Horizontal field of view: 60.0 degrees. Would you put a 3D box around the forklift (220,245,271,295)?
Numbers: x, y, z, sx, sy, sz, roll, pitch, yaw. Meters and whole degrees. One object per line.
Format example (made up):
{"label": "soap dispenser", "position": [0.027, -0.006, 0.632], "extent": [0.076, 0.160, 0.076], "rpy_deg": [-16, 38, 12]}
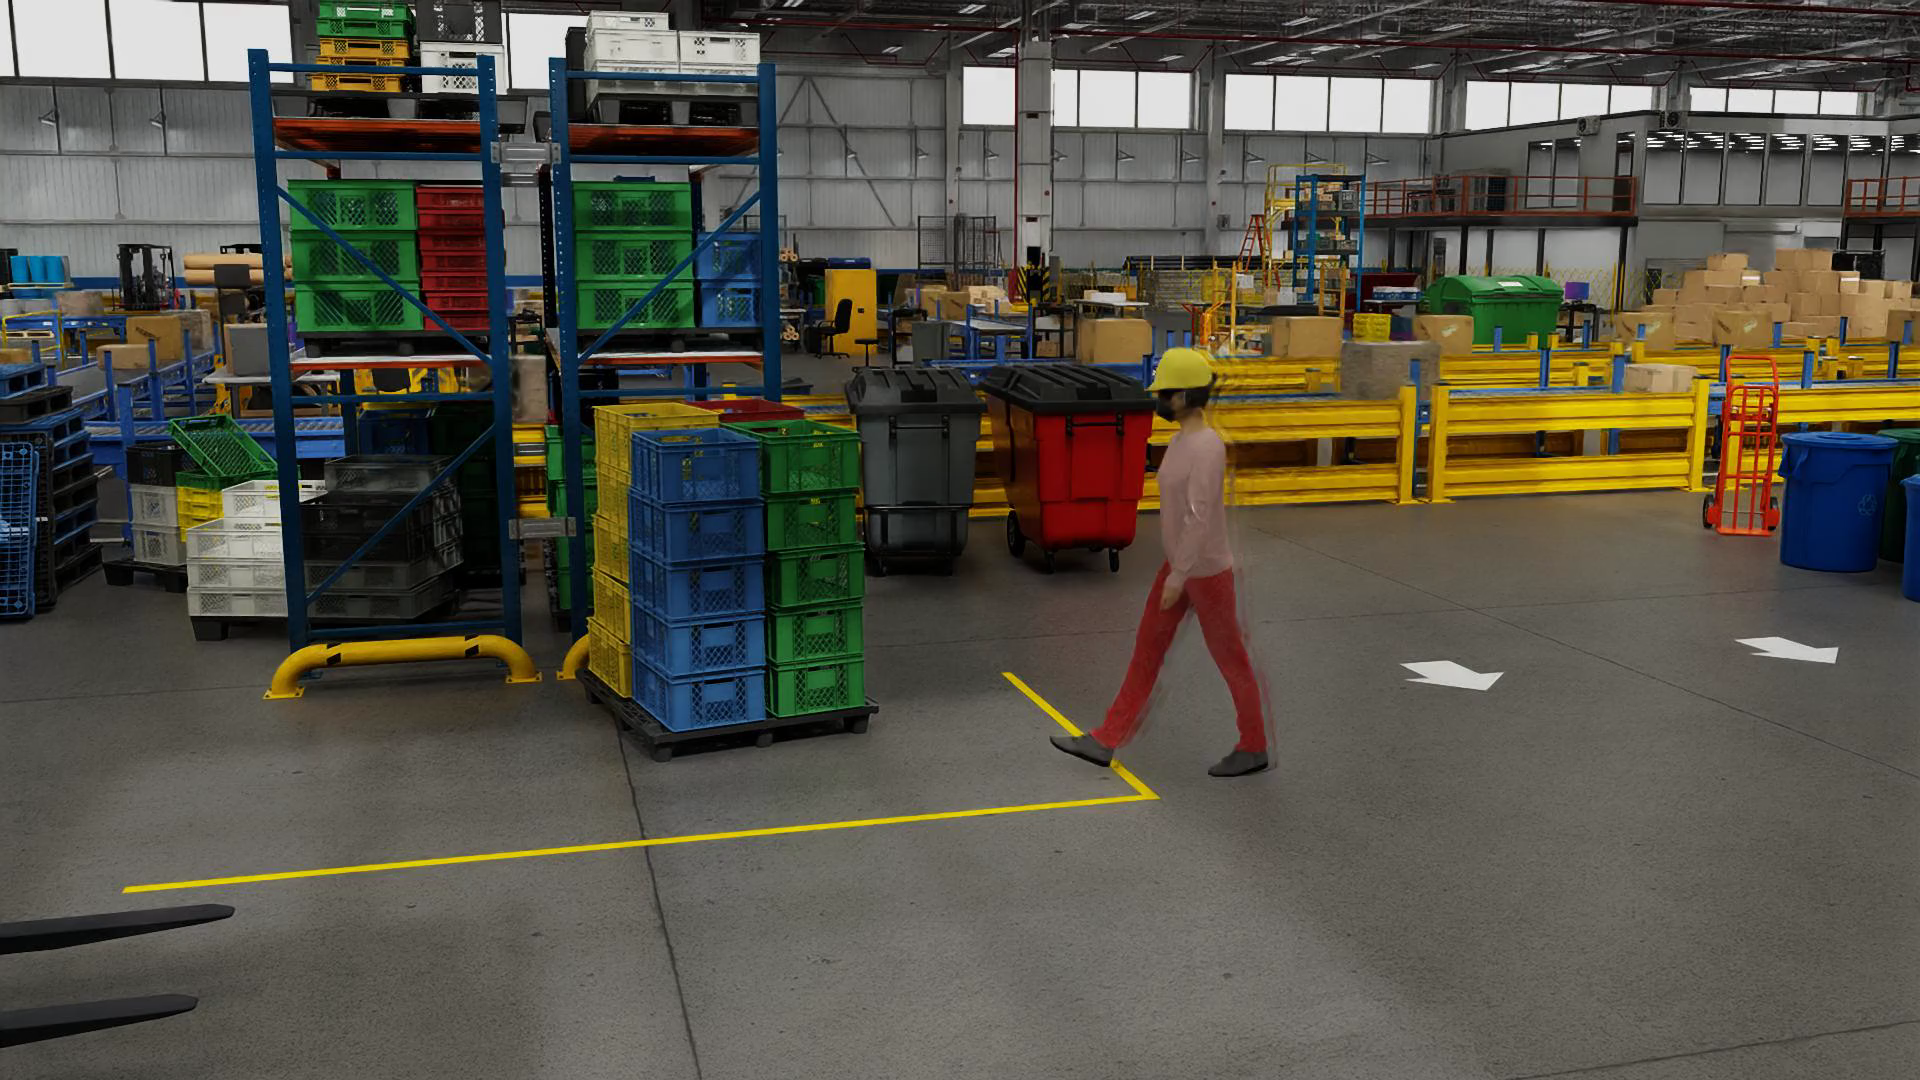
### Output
{"label": "forklift", "position": [-17.749, -6.334, 41.440], "extent": [1.157, 1.987, 2.680], "rpy_deg": [-3, 10, -17]}

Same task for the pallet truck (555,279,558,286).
{"label": "pallet truck", "position": [-10.604, -6.375, 44.520], "extent": [0.653, 1.274, 1.630], "rpy_deg": [-3, 10, -15]}

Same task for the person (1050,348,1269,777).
{"label": "person", "position": [0.842, 0.111, 6.580], "extent": [0.905, 1.719, 0.538], "rpy_deg": [-2, 10, -11]}

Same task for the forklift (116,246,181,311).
{"label": "forklift", "position": [-19.966, -6.232, 40.894], "extent": [1.157, 1.987, 2.680], "rpy_deg": [-3, 10, -15]}
